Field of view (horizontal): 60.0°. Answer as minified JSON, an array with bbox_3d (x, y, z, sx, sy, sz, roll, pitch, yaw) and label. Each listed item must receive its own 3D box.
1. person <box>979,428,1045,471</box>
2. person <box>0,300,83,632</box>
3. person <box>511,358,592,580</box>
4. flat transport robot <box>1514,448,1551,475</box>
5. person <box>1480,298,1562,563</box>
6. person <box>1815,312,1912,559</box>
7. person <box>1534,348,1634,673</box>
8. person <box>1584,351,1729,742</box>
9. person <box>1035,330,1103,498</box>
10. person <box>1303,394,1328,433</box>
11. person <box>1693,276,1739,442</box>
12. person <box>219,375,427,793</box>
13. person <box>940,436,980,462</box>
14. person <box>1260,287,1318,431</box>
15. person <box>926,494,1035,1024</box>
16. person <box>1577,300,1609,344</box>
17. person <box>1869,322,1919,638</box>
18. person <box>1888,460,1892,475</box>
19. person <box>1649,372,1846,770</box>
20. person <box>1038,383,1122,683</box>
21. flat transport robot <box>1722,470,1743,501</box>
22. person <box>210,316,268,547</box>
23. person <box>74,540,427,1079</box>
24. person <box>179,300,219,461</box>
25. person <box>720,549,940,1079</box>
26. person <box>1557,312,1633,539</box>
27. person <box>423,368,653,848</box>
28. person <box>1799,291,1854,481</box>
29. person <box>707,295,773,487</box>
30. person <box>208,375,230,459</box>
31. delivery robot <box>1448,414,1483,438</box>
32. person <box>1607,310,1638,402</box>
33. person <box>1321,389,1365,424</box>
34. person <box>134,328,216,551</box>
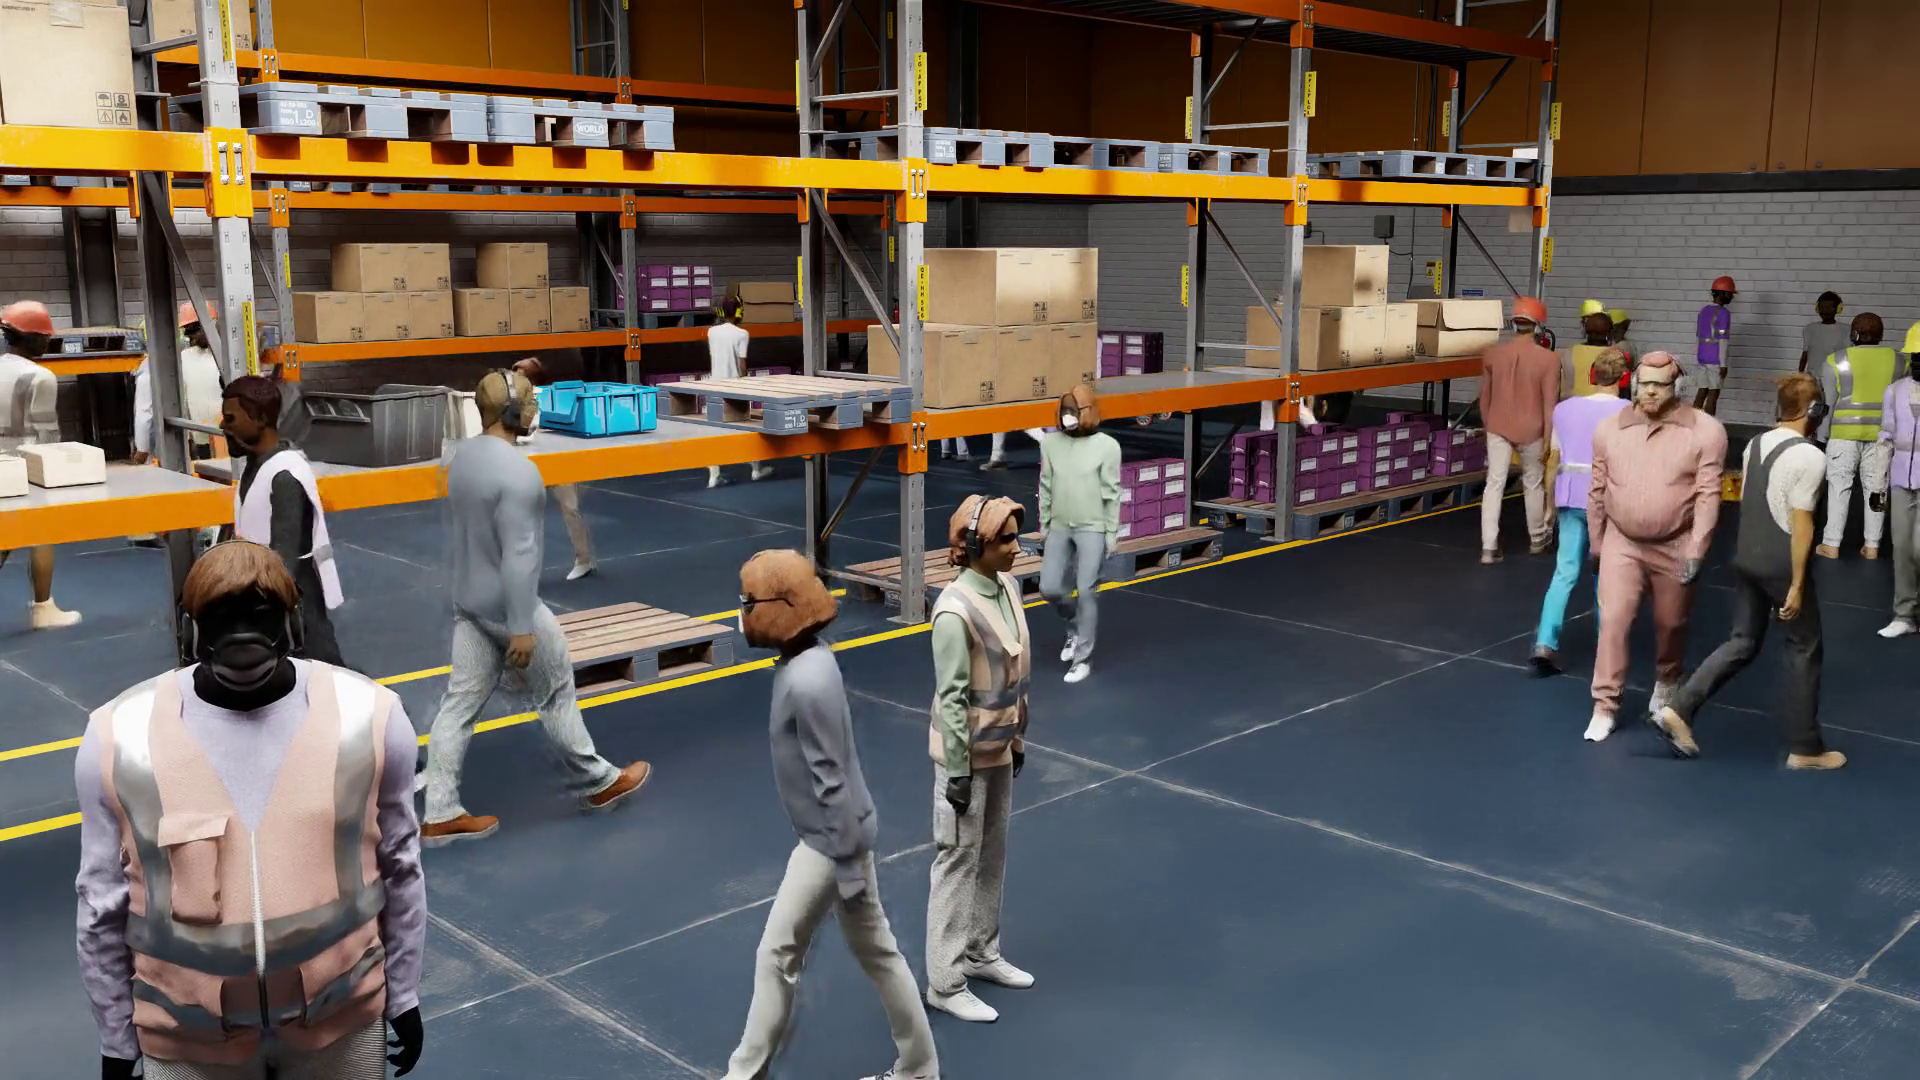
[{"bbox_3d":[0.576,-1.634,17.055,0.765,1.866,0.593,-6,12,-29],"label":"person"},{"bbox_3d":[-5.689,-0.421,9.993,0.662,2.022,0.628,4,11,21],"label":"person"},{"bbox_3d":[-2.847,-0.451,11.356,0.504,1.579,0.934,5,11,24],"label":"person"},{"bbox_3d":[5.904,-0.774,16.692,0.652,0.197,1.431,-7,13,-35],"label":"flat transport robot"},{"bbox_3d":[4.153,-0.814,12.347,0.624,1.941,1.018,8,13,37],"label":"person"},{"bbox_3d":[6.689,-0.770,12.389,0.623,1.844,0.429,2,11,9],"label":"person"},{"bbox_3d":[3.479,-0.163,9.216,0.585,1.799,0.930,9,14,40],"label":"person"},{"bbox_3d":[3.391,0.002,8.142,0.633,1.871,0.942,6,12,31],"label":"person"},{"bbox_3d":[0.963,-1.298,15.086,0.651,1.906,0.409,9,14,40],"label":"person"},{"bbox_3d":[4.011,-1.929,18.615,0.554,1.875,1.044,3,11,14],"label":"person"},{"bbox_3d":[8.751,-2.079,19.279,0.381,1.931,0.548,-1,10,-6],"label":"person"},{"bbox_3d":[-2.694,0.258,6.742,1.032,1.868,0.588,-9,14,-41],"label":"person"},{"bbox_3d":[-0.020,-1.720,17.774,0.331,1.768,0.526,-9,14,-41],"label":"person"},{"bbox_3d":[3.615,-1.821,18.073,0.868,1.867,0.662,-4,11,-19],"label":"person"},{"bbox_3d":[0.058,0.664,5.148,0.313,1.629,0.508,4,11,21],"label":"person"},{"bbox_3d":[6.580,-1.606,17.201,0.469,1.734,0.551,3,11,16],"label":"person"},{"bbox_3d":[5.677,-0.339,9.840,0.420,1.908,0.620,-5,12,-27],"label":"person"},{"bbox_3d":[9.416,-1.390,16.252,0.547,1.644,0.855,-9,14,-41],"label":"person"},{"bbox_3d":[3.592,0.150,7.488,0.780,1.810,0.525,-2,11,-13],"label":"person"},{"bbox_3d":[0.640,-0.043,9.019,0.513,1.619,0.389,6,12,29],"label":"person"},{"bbox_3d":[6.792,-0.569,15.577,0.652,0.197,1.431,-9,14,-39],"label":"flat transport robot"},{"bbox_3d":[-4.532,-0.517,10.806,0.818,1.905,0.655,-9,14,-40],"label":"person"},{"bbox_3d":[-1.339,0.911,3.213,0.627,1.847,0.429,-5,11,-23],"label":"person"},{"bbox_3d":[-5.400,-0.796,12.243,0.633,1.956,0.904,2,11,10],"label":"person"},{"bbox_3d":[-0.442,0.811,4.477,0.834,1.581,0.512,-1,10,-4],"label":"person"},{"bbox_3d":[4.965,-0.896,13.157,0.617,1.815,0.895,4,11,21],"label":"person"},{"bbox_3d":[-1.762,0.253,6.684,1.003,1.882,0.651,-9,14,-41],"label":"person"},{"bbox_3d":[8.509,-1.518,16.426,0.313,1.857,0.510,-9,14,-42],"label":"person"},{"bbox_3d":[-2.197,-1.453,16.162,0.542,1.831,0.917,5,11,24],"label":"person"},{"bbox_3d":[-4.313,-0.229,9.882,0.532,1.680,0.591,9,14,40],"label":"person"},{"bbox_3d":[5.049,-1.073,17.292,0.707,0.478,0.477,8,13,39],"label":"delivery robot"},{"bbox_3d":[6.450,-1.353,15.967,0.843,1.701,0.553,5,11,24],"label":"person"},{"bbox_3d":[3.898,-1.740,17.133,0.549,2.000,0.747,-4,11,-21],"label":"person"},{"bbox_3d":[-5.914,-0.786,12.614,0.905,1.787,0.608,-2,11,-13],"label":"person"}]
